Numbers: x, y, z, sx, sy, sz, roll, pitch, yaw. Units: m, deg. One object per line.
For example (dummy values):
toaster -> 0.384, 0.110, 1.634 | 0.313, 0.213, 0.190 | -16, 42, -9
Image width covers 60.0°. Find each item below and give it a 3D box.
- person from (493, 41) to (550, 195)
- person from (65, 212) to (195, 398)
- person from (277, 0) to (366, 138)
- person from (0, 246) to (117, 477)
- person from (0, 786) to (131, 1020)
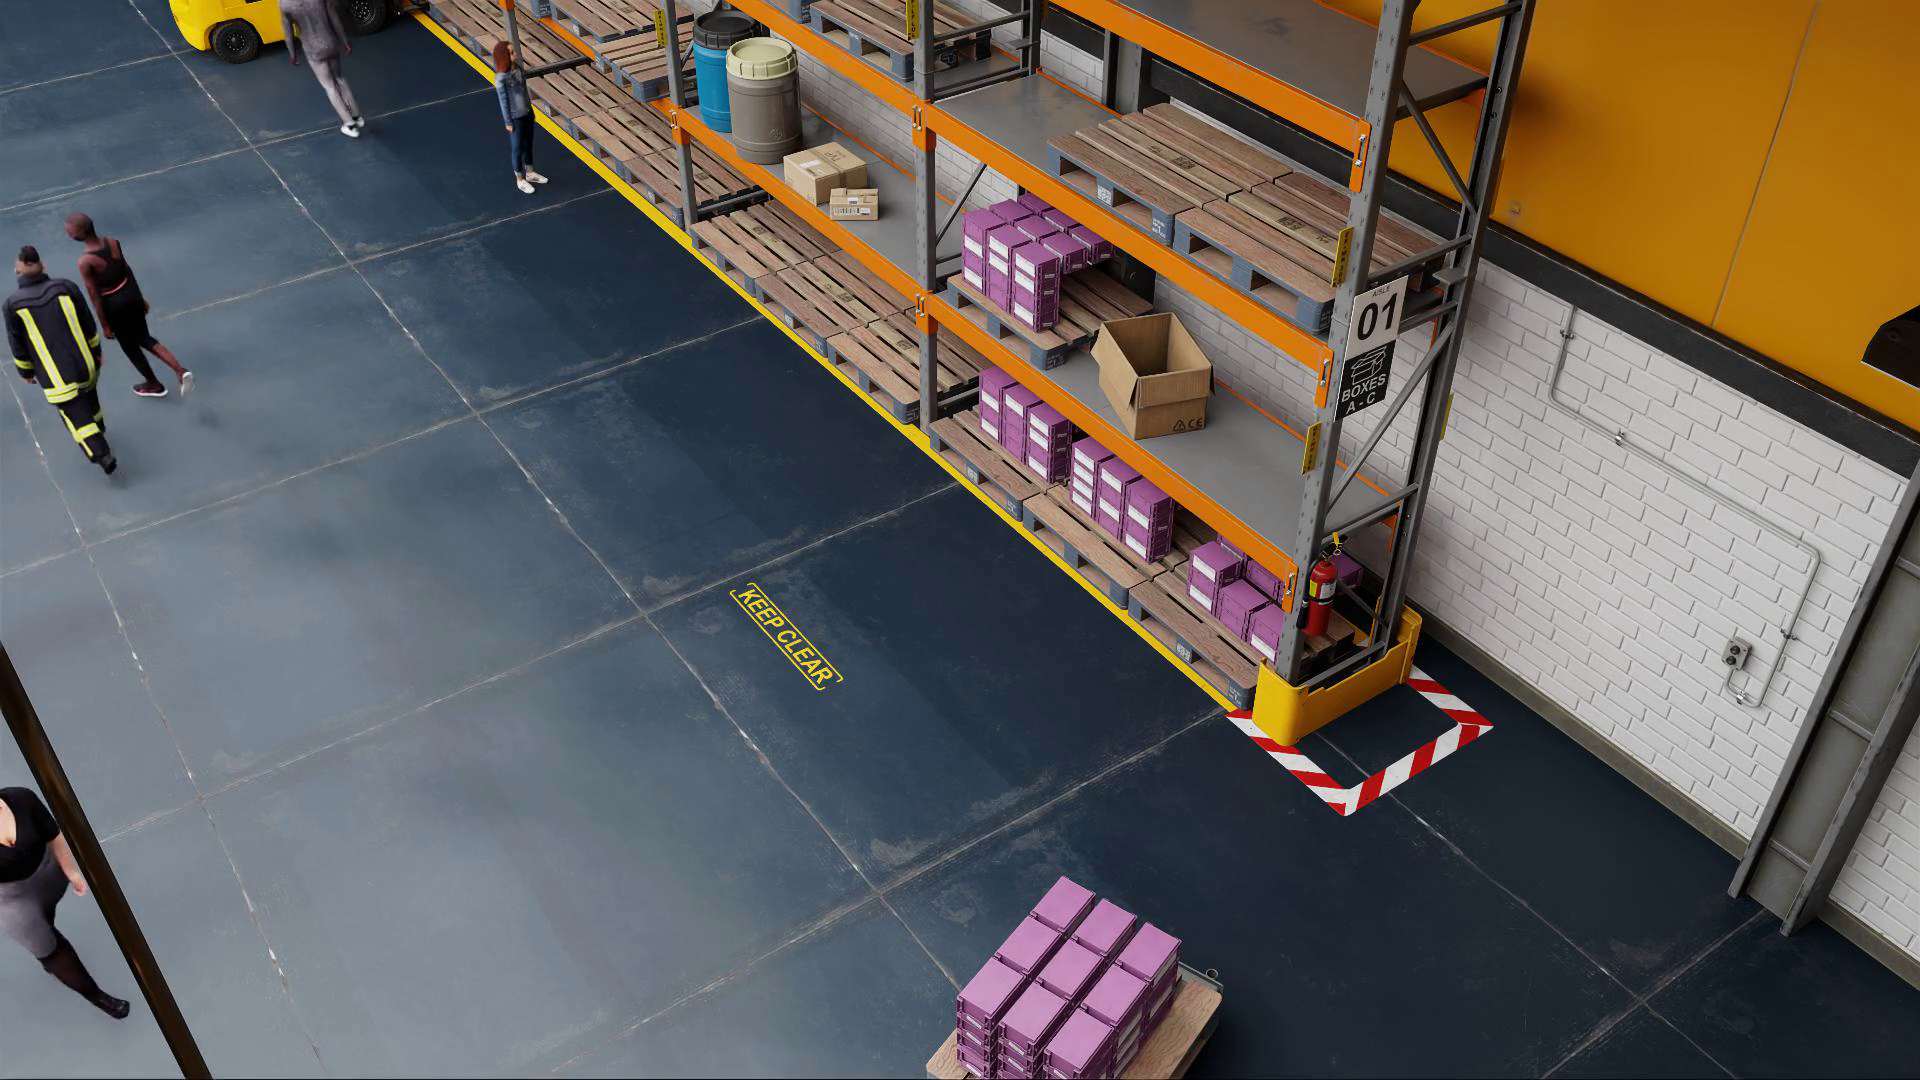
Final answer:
person -> -4.294, -4.125, 16.154 | 0.661, 1.478, 0.646 | 15, 41, 18
person -> -6.478, -1.769, 13.003 | 1.040, 1.729, 0.931 | 15, 41, 18
person -> -6.465, -4.962, 16.951 | 0.789, 1.792, 0.707 | -20, 43, -23
person -> -6.636, -1.311, 12.351 | 1.173, 1.826, 0.902 | 30, 47, 32
person -> -4.893, 1.755, 8.609 | 1.189, 1.706, 0.941 | 21, 43, 24
